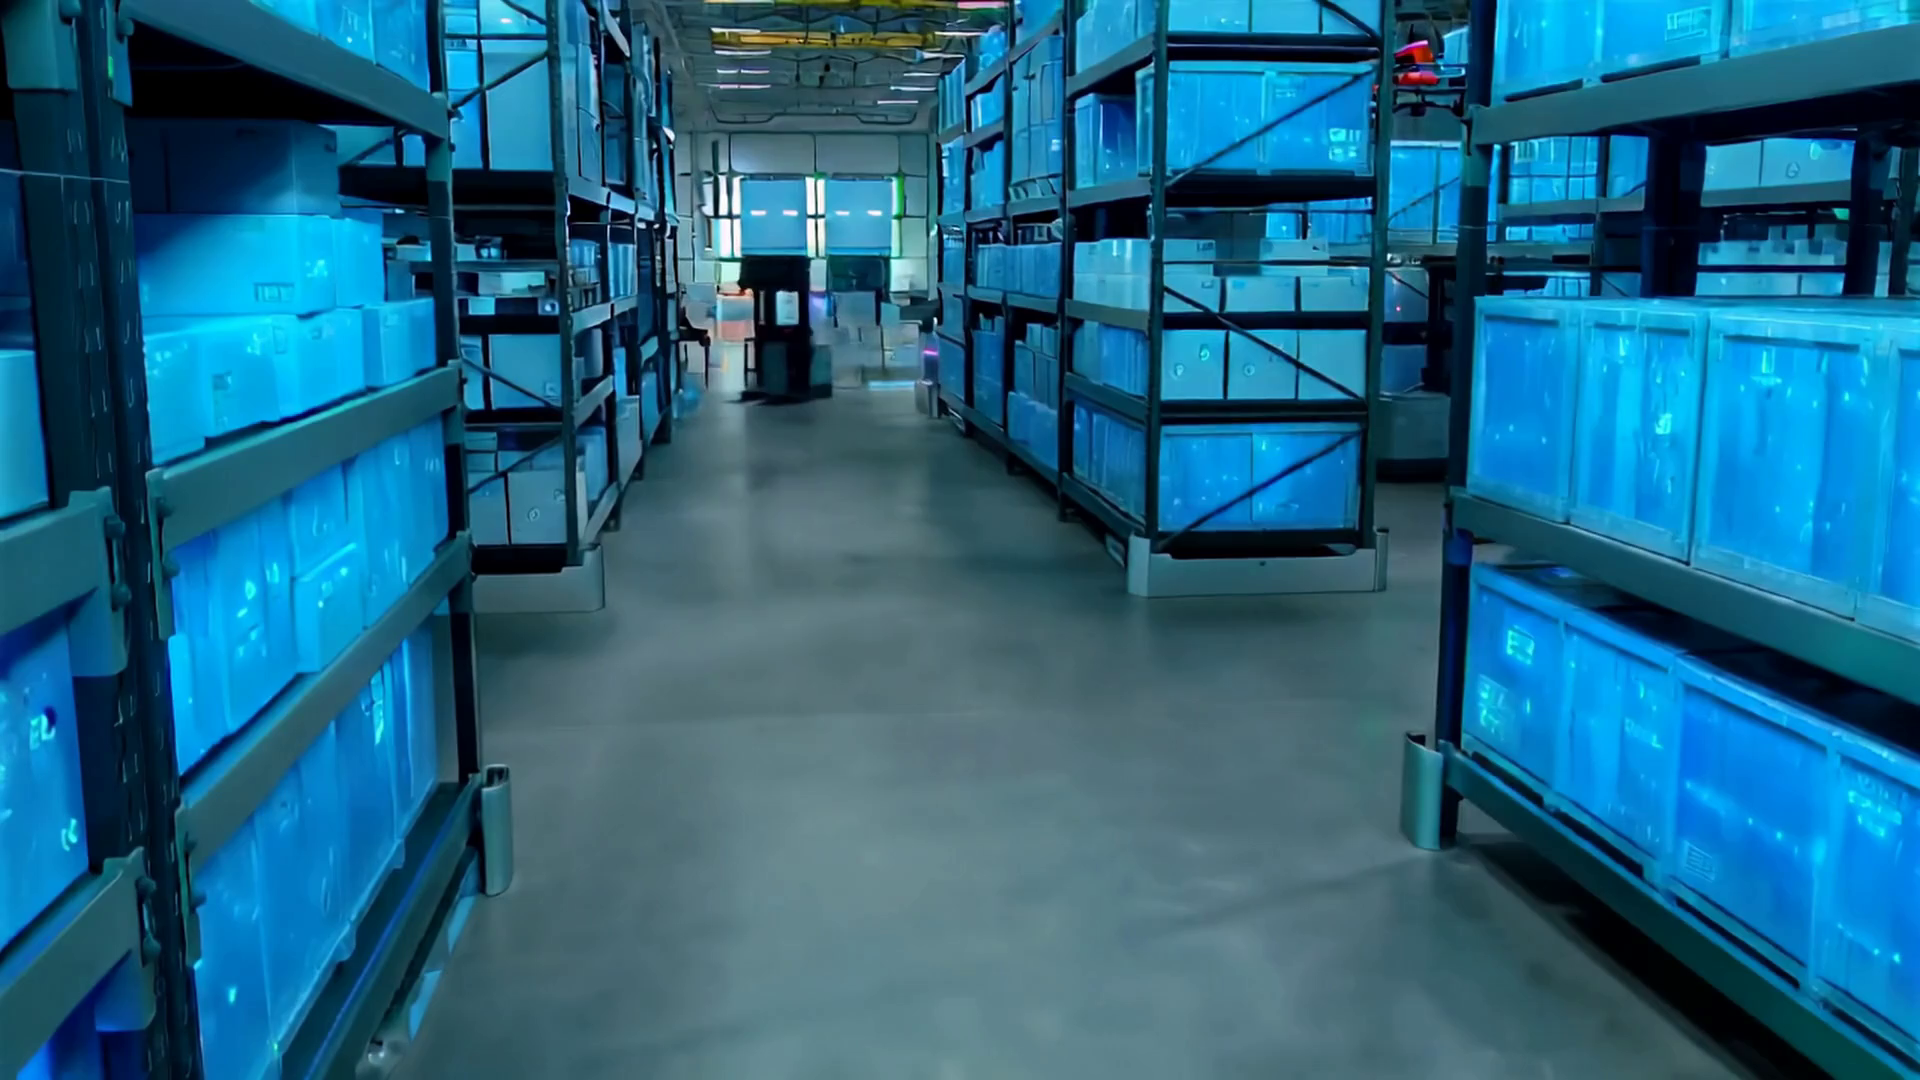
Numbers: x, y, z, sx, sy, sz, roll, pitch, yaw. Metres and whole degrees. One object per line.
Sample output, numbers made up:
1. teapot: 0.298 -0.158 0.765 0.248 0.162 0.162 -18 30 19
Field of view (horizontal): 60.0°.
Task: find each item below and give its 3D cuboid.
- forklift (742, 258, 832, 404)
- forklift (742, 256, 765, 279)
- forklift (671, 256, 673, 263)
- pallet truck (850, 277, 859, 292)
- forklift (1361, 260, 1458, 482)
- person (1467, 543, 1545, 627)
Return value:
1. forklift: -3.376 -4.141 32.672 1.129 2.768 1.873 4 10 21
2. forklift: -7.283 -8.633 58.827 1.873 2.768 1.129 -9 14 -44
3. forklift: -10.887 -8.929 60.548 1.129 2.768 1.873 -1 10 -7
4. pallet truck: -3.782 -9.391 65.808 1.885 1.965 0.823 2 10 10
5. forklift: 6.274 -2.206 21.409 1.873 2.768 1.129 -1 10 -7
6. person: 3.040 0.437 9.002 1.030 1.848 0.652 -1 10 -8
